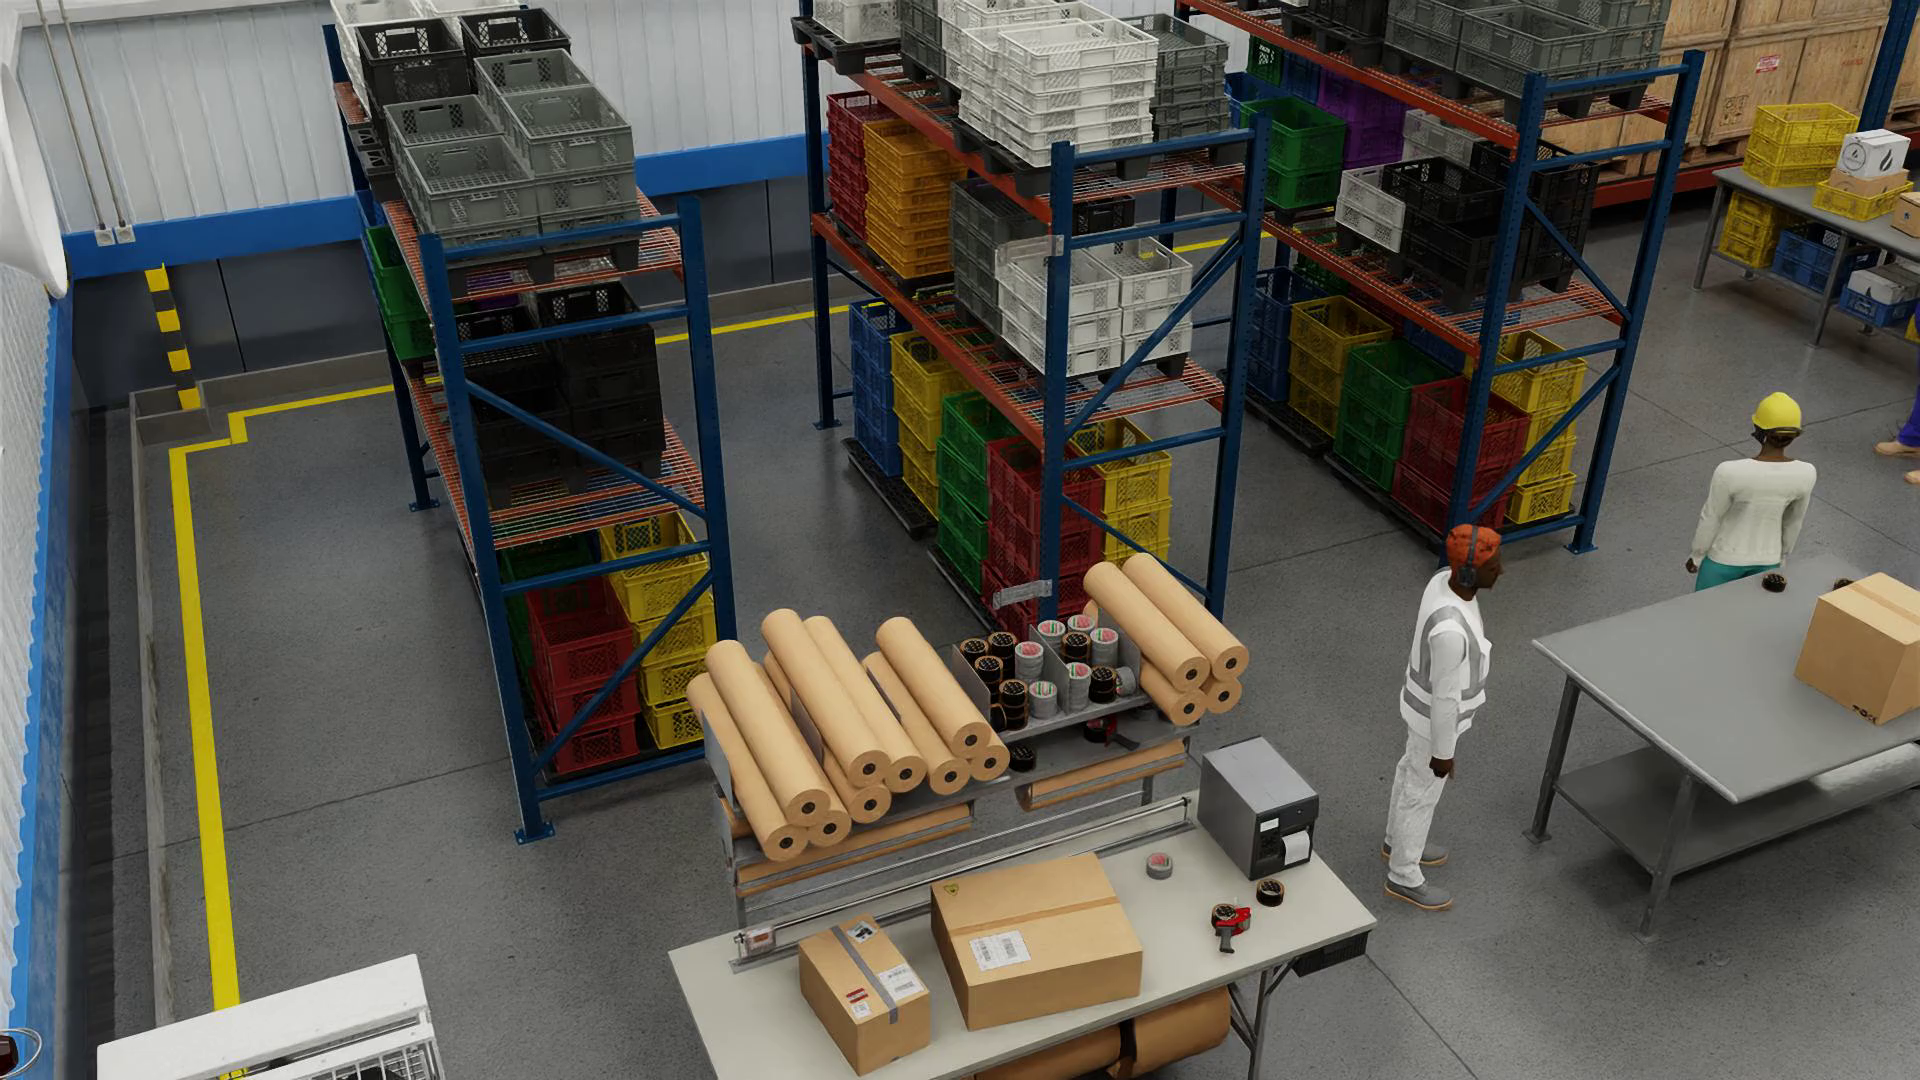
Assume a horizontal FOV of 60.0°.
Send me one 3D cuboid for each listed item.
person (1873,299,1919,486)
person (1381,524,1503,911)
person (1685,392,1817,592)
[{"bbox_3d":[6.256,-1.321,10.428,0.536,2.000,0.687,-1,32,-2],"label":"person"},{"bbox_3d":[2.083,0.758,7.201,0.356,1.882,0.572,7,32,10],"label":"person"},{"bbox_3d":[3.957,0.068,8.440,0.516,1.756,0.337,-2,32,-3],"label":"person"}]
